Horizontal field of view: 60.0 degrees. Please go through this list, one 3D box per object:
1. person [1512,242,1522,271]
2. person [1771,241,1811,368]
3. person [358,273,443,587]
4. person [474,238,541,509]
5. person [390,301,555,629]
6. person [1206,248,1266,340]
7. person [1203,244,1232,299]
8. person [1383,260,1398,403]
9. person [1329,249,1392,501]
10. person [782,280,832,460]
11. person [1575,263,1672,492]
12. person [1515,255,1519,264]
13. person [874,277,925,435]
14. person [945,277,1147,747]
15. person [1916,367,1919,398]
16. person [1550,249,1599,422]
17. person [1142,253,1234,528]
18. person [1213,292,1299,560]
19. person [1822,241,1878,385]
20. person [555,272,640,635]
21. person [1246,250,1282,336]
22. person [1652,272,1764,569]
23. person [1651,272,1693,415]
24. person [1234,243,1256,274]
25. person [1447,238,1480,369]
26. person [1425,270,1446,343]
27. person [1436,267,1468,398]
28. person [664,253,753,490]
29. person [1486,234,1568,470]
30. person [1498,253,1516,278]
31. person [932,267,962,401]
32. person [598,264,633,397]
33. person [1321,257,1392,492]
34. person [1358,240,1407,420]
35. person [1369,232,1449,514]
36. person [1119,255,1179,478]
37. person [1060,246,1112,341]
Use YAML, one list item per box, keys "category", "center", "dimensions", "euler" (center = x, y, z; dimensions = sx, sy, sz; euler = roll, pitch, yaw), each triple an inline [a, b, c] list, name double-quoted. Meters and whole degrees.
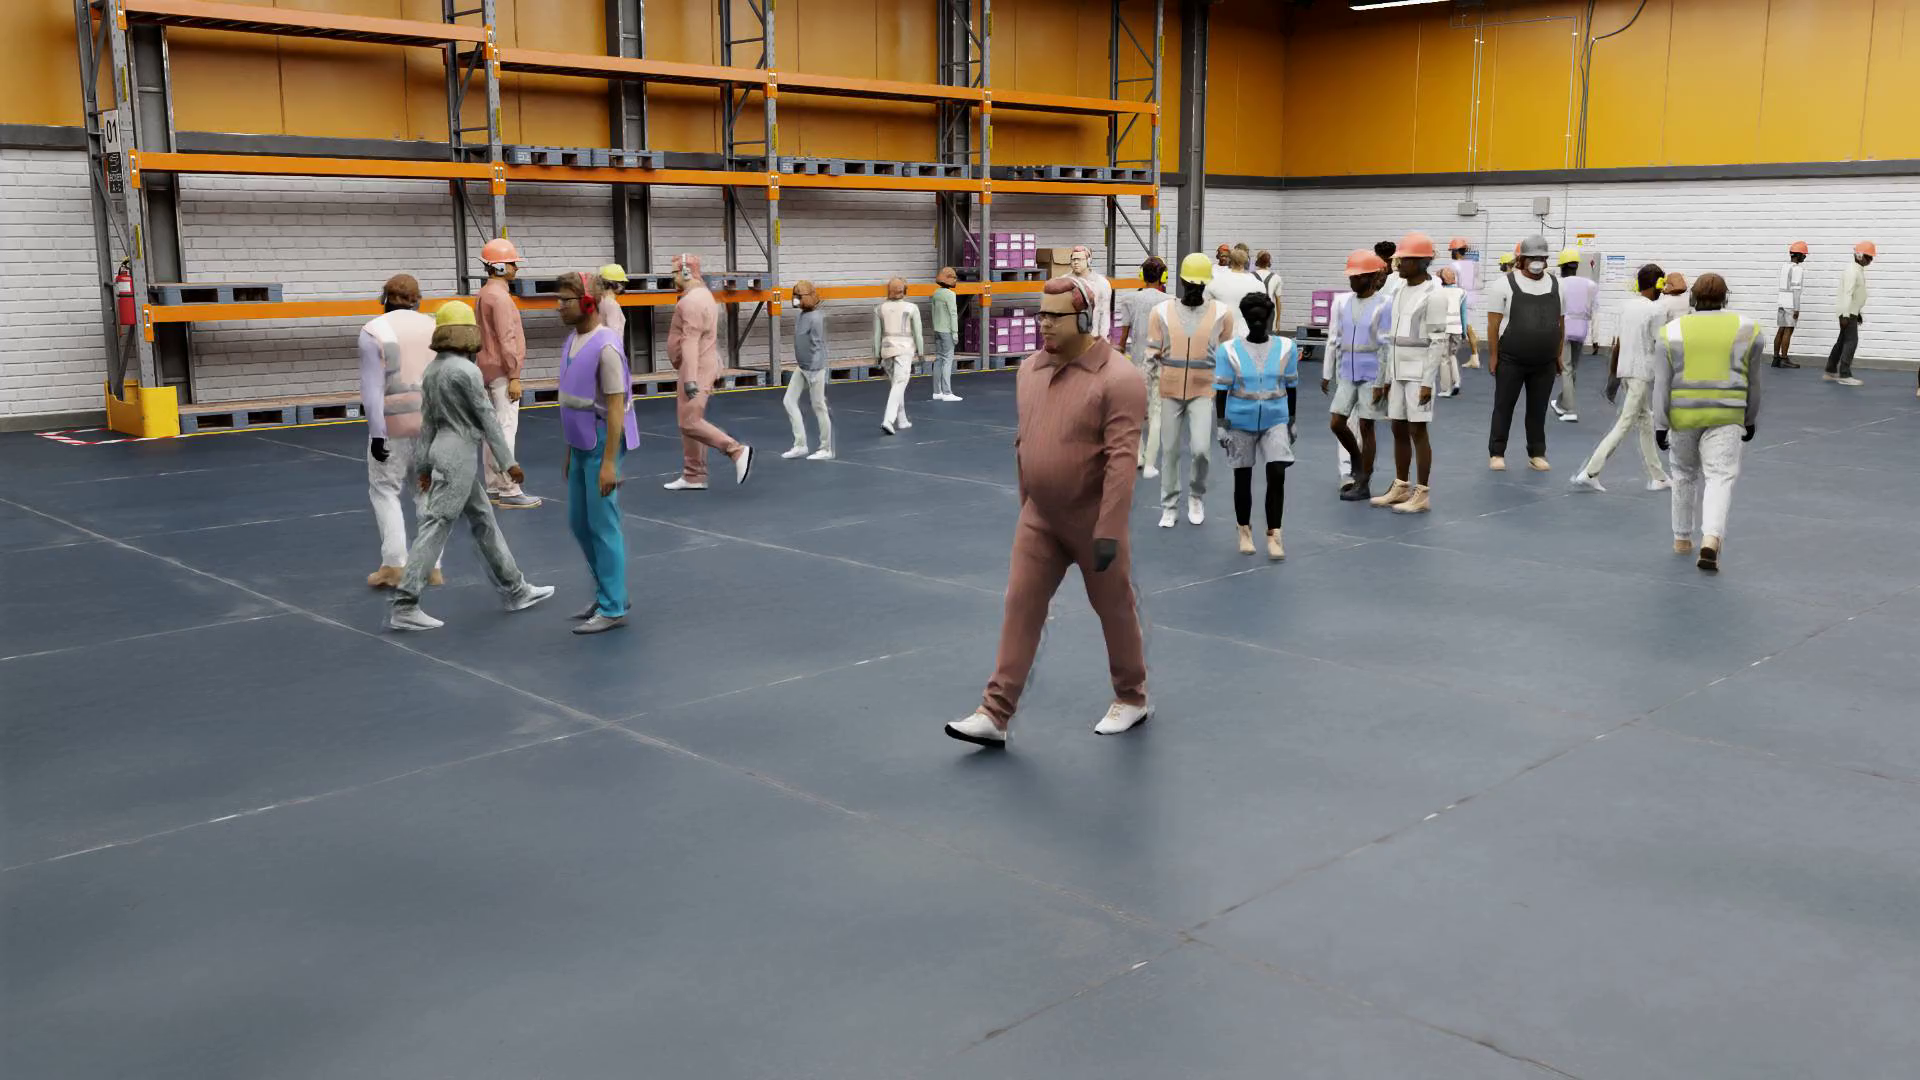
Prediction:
- category: "person"
  center: [8.472, -3.540, 25.184]
  dimensions: [0.613, 1.915, 0.545]
  euler: [0, 10, 2]
- category: "person"
  center: [12.698, -3.579, 25.374]
  dimensions: [0.383, 1.929, 0.542]
  euler: [0, 10, 1]
- category: "person"
  center: [-3.194, -0.635, 9.664]
  dimensions: [0.470, 1.804, 0.651]
  euler: [8, 13, 37]
- category: "person"
  center: [-3.401, -1.234, 12.392]
  dimensions: [0.378, 1.996, 0.610]
  euler: [-6, 12, -31]
- category: "person"
  center: [-2.610, -0.400, 8.704]
  dimensions: [0.949, 1.678, 0.503]
  euler: [-8, 13, -36]
- category: "person"
  center: [2.870, -2.107, 17.468]
  dimensions: [0.646, 1.885, 1.014]
  euler: [1, 10, 7]
- category: "person"
  center: [3.944, -3.504, 25.074]
  dimensions: [0.572, 1.887, 0.356]
  euler: [1, 10, 4]
- category: "person"
  center: [5.273, -2.534, 19.976]
  dimensions: [0.616, 1.814, 0.444]
  euler: [-3, 11, -15]
- category: "person"
  center: [3.057, -1.246, 12.668]
  dimensions: [0.456, 1.919, 0.537]
  euler: [-9, 14, -40]
- category: "person"
  center: [-1.400, -1.513, 14.927]
  dimensions: [0.575, 1.610, 0.521]
  euler: [-6, 12, -29]
- category: "person"
  center: [5.304, -1.270, 13.113]
  dimensions: [0.959, 1.814, 0.553]
  euler: [-2, 11, -12]
- category: "person"
  center: [8.849, -3.743, 26.505]
  dimensions: [0.713, 1.848, 0.514]
  euler: [6, 12, 31]
- category: "person"
  center: [-0.658, -1.892, 17.056]
  dimensions: [0.505, 1.602, 0.850]
  euler: [5, 12, 27]
- category: "person"
  center: [0.409, -0.093, 6.556]
  dimensions: [0.664, 1.857, 0.975]
  euler: [9, 14, 42]
- category: "person"
  center: [12.075, -2.583, 20.564]
  dimensions: [0.322, 1.697, 0.531]
  euler: [3, 11, 17]
- category: "person"
  center: [6.672, -2.257, 18.309]
  dimensions: [0.595, 1.868, 0.970]
  euler: [-1, 10, -5]
- category: "person"
  center: [1.548, -1.012, 11.436]
  dimensions: [0.633, 1.901, 0.476]
  euler: [2, 11, 13]
- category: "person"
  center: [1.846, -0.696, 10.336]
  dimensions: [0.546, 1.667, 0.701]
  euler: [1, 10, 3]
- category: "person"
  center: [12.201, -3.105, 22.798]
  dimensions: [0.568, 1.939, 0.818]
  euler: [7, 12, 32]
- category: "person"
  center: [-1.860, -0.442, 8.533]
  dimensions: [0.407, 1.838, 0.621]
  euler: [-6, 12, -31]
- category: "person"
  center: [3.997, -2.931, 22.105]
  dimensions: [0.535, 1.825, 0.498]
  euler: [1, 10, 4]
- category: "person"
  center: [4.595, -0.745, 10.270]
  dimensions: [0.617, 1.809, 0.941]
  euler: [5, 12, 26]
- category: "person"
  center: [7.931, -2.147, 18.425]
  dimensions: [0.508, 1.619, 0.598]
  euler: [-4, 11, -23]
- category: "person"
  center: [4.926, -4.181, 28.725]
  dimensions: [0.951, 1.903, 0.634]
  euler: [9, 14, 40]
- category: "person"
  center: [7.596, -3.607, 25.374]
  dimensions: [0.603, 1.984, 1.041]
  euler: [-6, 12, -28]
- category: "person"
  center: [5.100, -2.294, 18.472]
  dimensions: [0.581, 1.884, 0.745]
  euler: [-3, 11, -18]
- category: "person"
  center: [6.078, -2.586, 20.776]
  dimensions: [0.506, 1.619, 0.370]
  euler: [-2, 11, -12]
- category: "person"
  center: [-2.004, -1.306, 13.099]
  dimensions: [0.677, 1.879, 0.674]
  euler: [0, 10, 0]
- category: "person"
  center: [4.890, -1.606, 14.303]
  dimensions: [0.687, 2.000, 0.536]
  euler: [0, 10, -1]
- category: "person"
  center: [8.435, -3.551, 25.709]
  dimensions: [0.573, 1.747, 0.391]
  euler: [-10, 14, -43]
- category: "person"
  center: [-0.172, -2.528, 20.440]
  dimensions: [0.267, 1.631, 0.507]
  euler: [-6, 12, -29]
- category: "person"
  center: [-3.265, -1.688, 15.537]
  dimensions: [0.421, 1.755, 0.539]
  euler: [-6, 12, -31]
- category: "person"
  center: [3.190, -1.292, 13.127]
  dimensions: [0.605, 1.847, 0.905]
  euler: [1, 10, 7]
- category: "person"
  center: [4.681, -2.312, 18.358]
  dimensions: [0.370, 1.963, 0.608]
  euler: [-10, 15, -44]
- category: "person"
  center: [3.268, -1.201, 12.138]
  dimensions: [0.403, 2.043, 0.621]
  euler: [-3, 11, -18]
- category: "person"
  center: [1.604, -1.459, 14.017]
  dimensions: [0.549, 1.849, 0.566]
  euler: [2, 11, 13]
- category: "person"
  center: [1.245, -2.107, 17.401]
  dimensions: [0.639, 1.908, 0.409]
  euler: [4, 11, 21]
